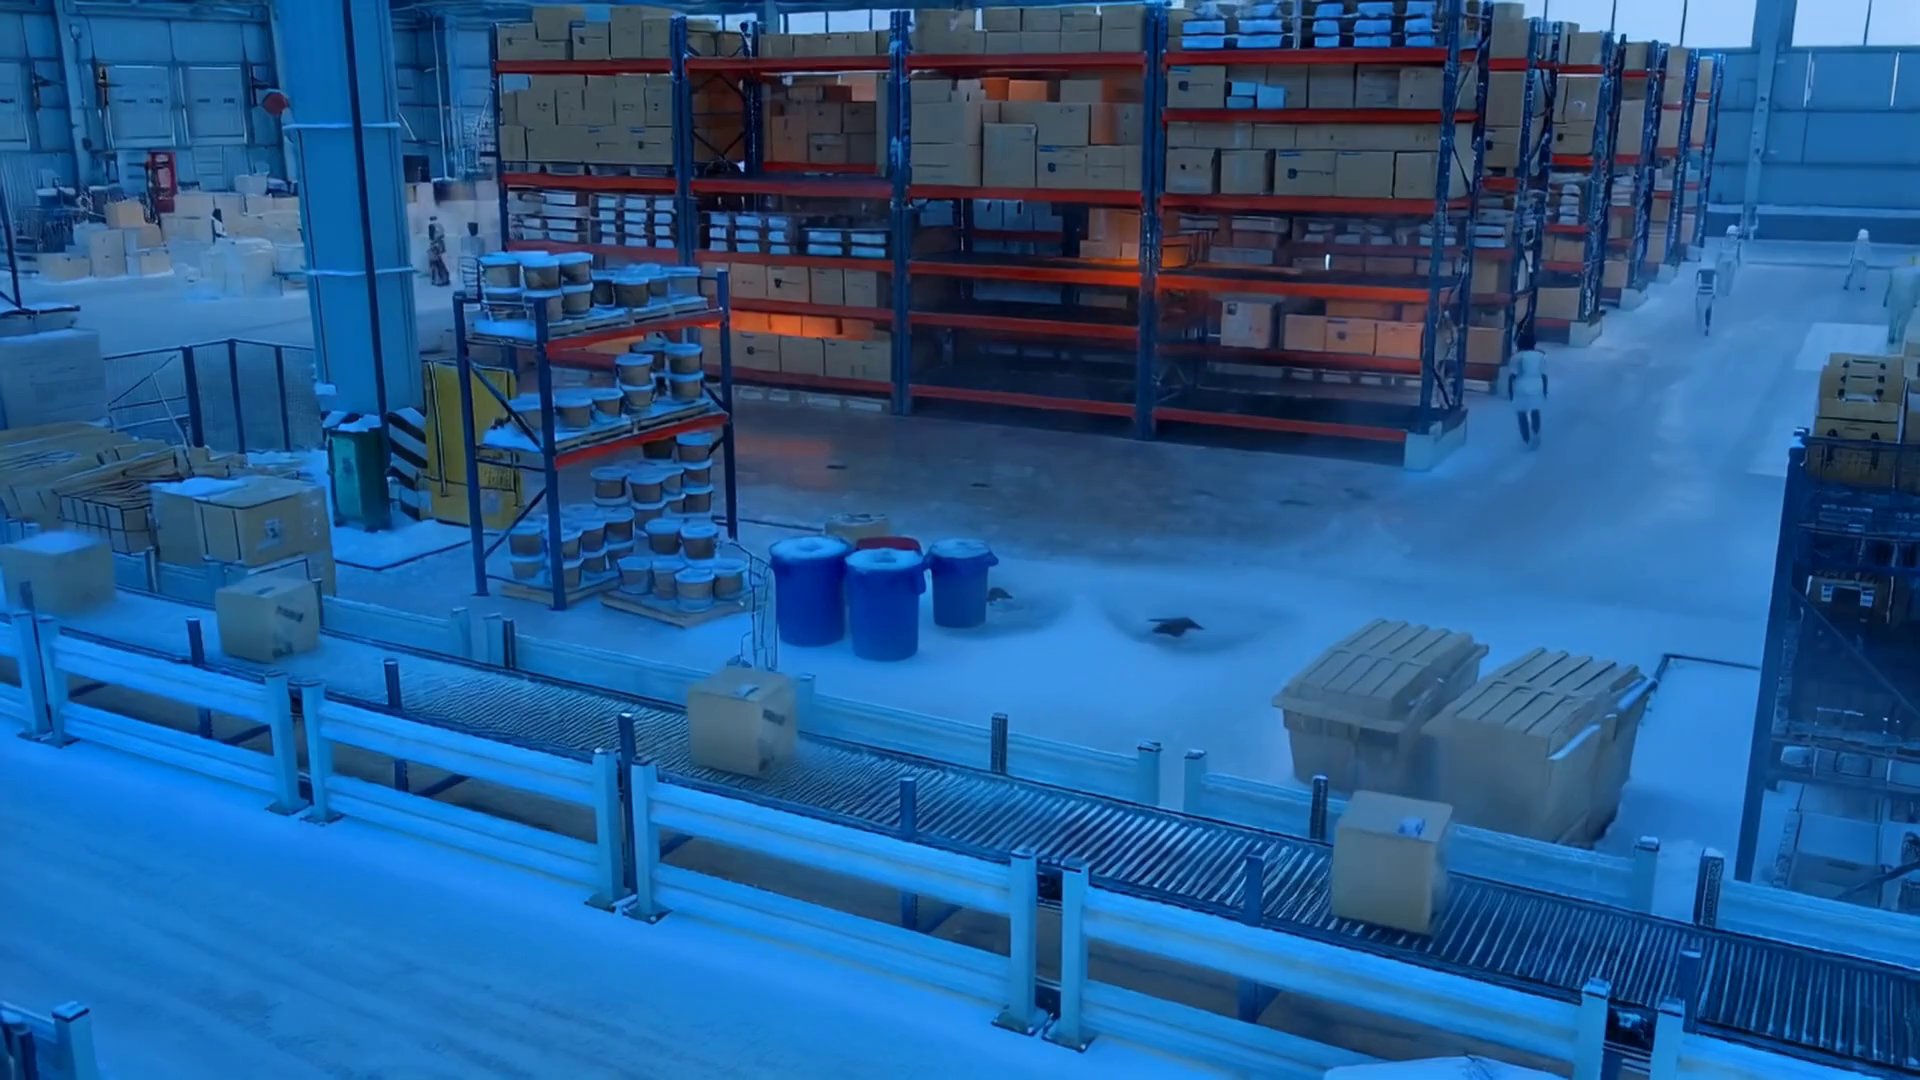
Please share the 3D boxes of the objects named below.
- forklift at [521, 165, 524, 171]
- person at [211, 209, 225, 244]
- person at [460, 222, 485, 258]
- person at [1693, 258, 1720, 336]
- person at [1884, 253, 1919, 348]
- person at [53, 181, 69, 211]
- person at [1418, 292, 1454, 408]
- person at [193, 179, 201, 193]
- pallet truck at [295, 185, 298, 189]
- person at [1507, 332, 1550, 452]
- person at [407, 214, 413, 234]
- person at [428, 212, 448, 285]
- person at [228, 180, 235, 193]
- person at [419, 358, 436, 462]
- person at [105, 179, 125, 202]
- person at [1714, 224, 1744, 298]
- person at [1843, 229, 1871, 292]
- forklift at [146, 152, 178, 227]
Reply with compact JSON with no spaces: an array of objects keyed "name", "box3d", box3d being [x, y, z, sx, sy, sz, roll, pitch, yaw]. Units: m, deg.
[{"name":"forklift","box3d":[-17.031,-13.602,64.232,1.873,2.768,1.129,1,15,2]},{"name":"person","box3d":[-20.419,-8.191,45.887,0.506,1.839,0.350,11,18,35]},{"name":"person","box3d":[-11.738,-6.655,39.958,0.609,1.933,0.940,5,16,19]},{"name":"person","box3d":[15.520,-5.068,34.611,0.506,1.596,0.876,4,16,16]},{"name":"person","box3d":[18.735,-4.770,33.033,0.644,1.837,1.043,10,18,33]},{"name":"person","box3d":[-32.471,-12.065,60.363,0.551,1.899,0.955,12,19,38]},{"name":"person","box3d":[7.289,-2.843,25.594,0.371,1.939,0.627,-7,16,-25]},{"name":"person","box3d":[-29.149,-12.868,63.497,1.006,1.837,0.656,-3,15,-11]},{"name":"pallet truck","box3d":[-26.804,-14.617,69.738,1.885,1.965,0.823,-14,20,-42]},{"name":"person","box3d":[7.921,-2.033,23.081,0.597,1.662,0.651,0,15,0]},{"name":"person","box3d":[-16.311,-8.904,48.511,0.592,1.865,1.016,8,17,28]},{"name":"person","box3d":[-13.761,-7.632,43.636,0.546,1.911,0.654,10,18,32]},{"name":"person","box3d":[-26.234,-12.068,60.278,0.426,1.928,0.672,-5,16,-18]},{"name":"person","box3d":[-7.337,-1.846,22.074,0.534,1.816,0.598,8,17,26]},{"name":"person","box3d":[-31.040,-12.302,61.152,0.635,1.936,0.353,-8,17,-27]},{"name":"person","box3d":[18.995,-6.904,41.155,0.658,1.785,0.987,4,15,15]},{"name":"person","box3d":[22.811,-7.096,42.232,0.804,1.599,0.501,-10,18,-34]},{"name":"forklift","box3d":[-30.070,-13.240,62.873,1.873,2.768,1.129,8,17,28]}]
